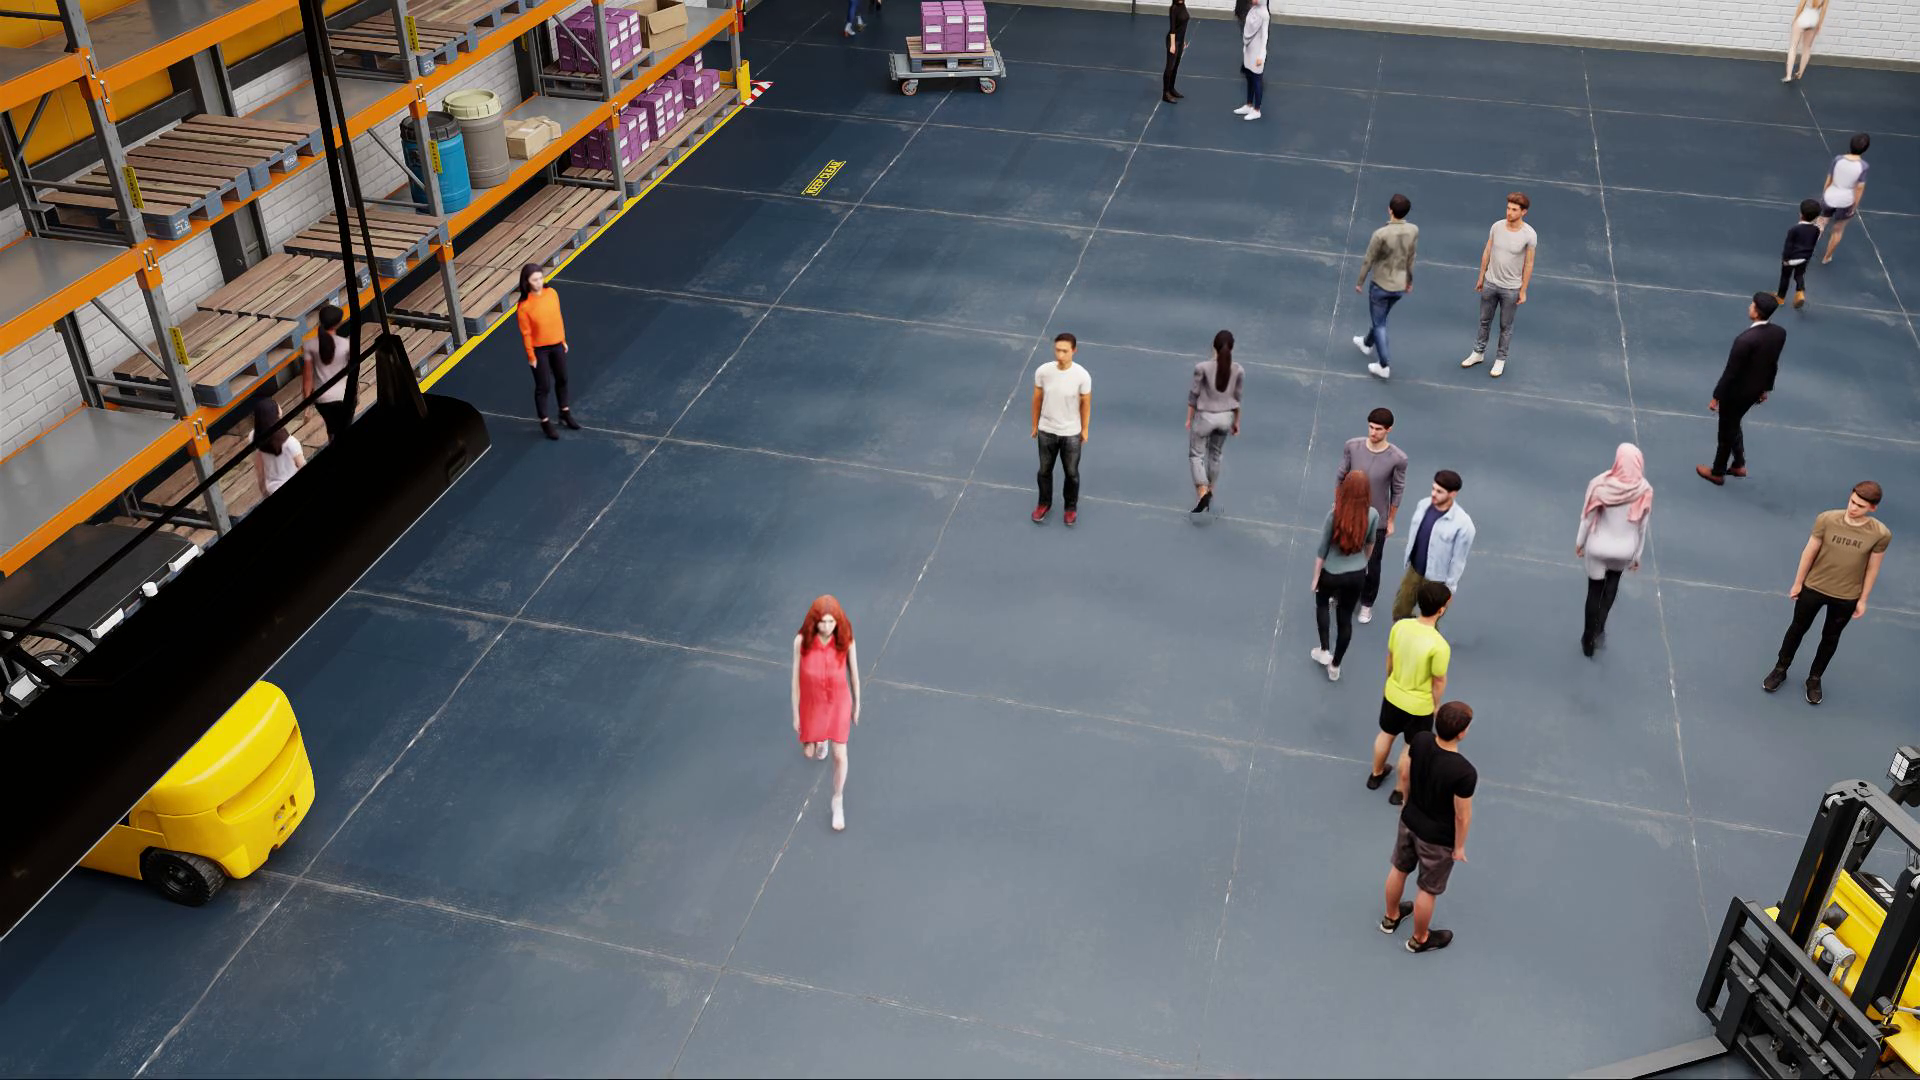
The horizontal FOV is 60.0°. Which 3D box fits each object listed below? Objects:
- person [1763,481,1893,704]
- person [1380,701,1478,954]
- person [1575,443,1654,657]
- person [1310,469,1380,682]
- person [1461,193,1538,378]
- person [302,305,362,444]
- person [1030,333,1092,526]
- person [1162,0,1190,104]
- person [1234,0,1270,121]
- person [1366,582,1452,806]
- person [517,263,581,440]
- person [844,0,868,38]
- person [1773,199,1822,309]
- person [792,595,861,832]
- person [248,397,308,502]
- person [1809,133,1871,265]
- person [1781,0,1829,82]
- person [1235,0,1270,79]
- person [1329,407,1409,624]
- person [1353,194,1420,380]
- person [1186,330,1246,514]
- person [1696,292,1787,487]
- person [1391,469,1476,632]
[{"bbox_3d":[6.380,0.355,12.163,0.720,1.849,0.654,18,37,25],"label":"person"},{"bbox_3d":[2.843,1.725,10.092,0.809,1.861,0.757,-19,38,-26],"label":"person"},{"bbox_3d":[4.907,0.126,12.565,0.647,1.787,0.647,10,35,14],"label":"person"},{"bbox_3d":[2.857,0.320,12.328,0.728,1.724,0.727,-2,34,-2],"label":"person"},{"bbox_3d":[5.394,-2.549,16.491,0.737,1.895,0.698,25,41,32],"label":"person"},{"bbox_3d":[-5.509,-1.178,14.607,0.958,1.698,1.094,-14,36,-19],"label":"person"},{"bbox_3d":[0.866,-0.960,14.185,0.639,1.801,0.517,8,34,11],"label":"person"},{"bbox_3d":[3.033,-7.040,23.477,0.670,1.642,0.509,17,37,24],"label":"person"},{"bbox_3d":[4.052,-6.672,22.803,0.760,1.775,0.666,-12,35,-17],"label":"person"},{"bbox_3d":[3.052,1.046,11.260,0.744,1.699,0.706,-23,40,-31],"label":"person"},{"bbox_3d":[-3.863,-1.772,15.459,0.757,1.744,0.625,23,40,30],"label":"person"},{"bbox_3d":[-1.702,-8.701,26.017,0.829,1.597,0.951,24,40,31],"label":"person"},{"bbox_3d":[9.032,-3.050,17.858,0.604,1.216,0.747,-1,34,-1],"label":"person"},{"bbox_3d":[-0.902,1.084,11.104,0.776,1.807,1.007,-1,34,-2],"label":"person"},{"bbox_3d":[-5.463,-0.319,13.353,0.711,1.655,0.994,16,37,23],"label":"person"},{"bbox_3d":[9.859,-3.804,18.690,0.754,1.551,0.871,26,41,33],"label":"person"},{"bbox_3d":[12.309,-7.507,24.155,0.629,1.669,0.679,1,34,2],"label":"person"},{"bbox_3d":[4.285,-7.625,24.244,0.705,1.765,0.677,-2,34,-3],"label":"person"},{"bbox_3d":[3.169,-0.215,13.016,0.717,1.854,0.620,16,37,23],"label":"person"},{"bbox_3d":[4.247,-2.473,16.439,1.087,1.827,1.209,-12,35,-17],"label":"person"},{"bbox_3d":[2.188,-0.978,14.346,0.786,1.653,0.911,-5,34,-7],"label":"person"},{"bbox_3d":[6.933,-1.276,14.598,0.874,1.872,0.923,-15,36,-21],"label":"person"},{"bbox_3d":[3.570,0.250,12.369,0.890,1.797,0.836,-20,38,-27],"label":"person"}]
